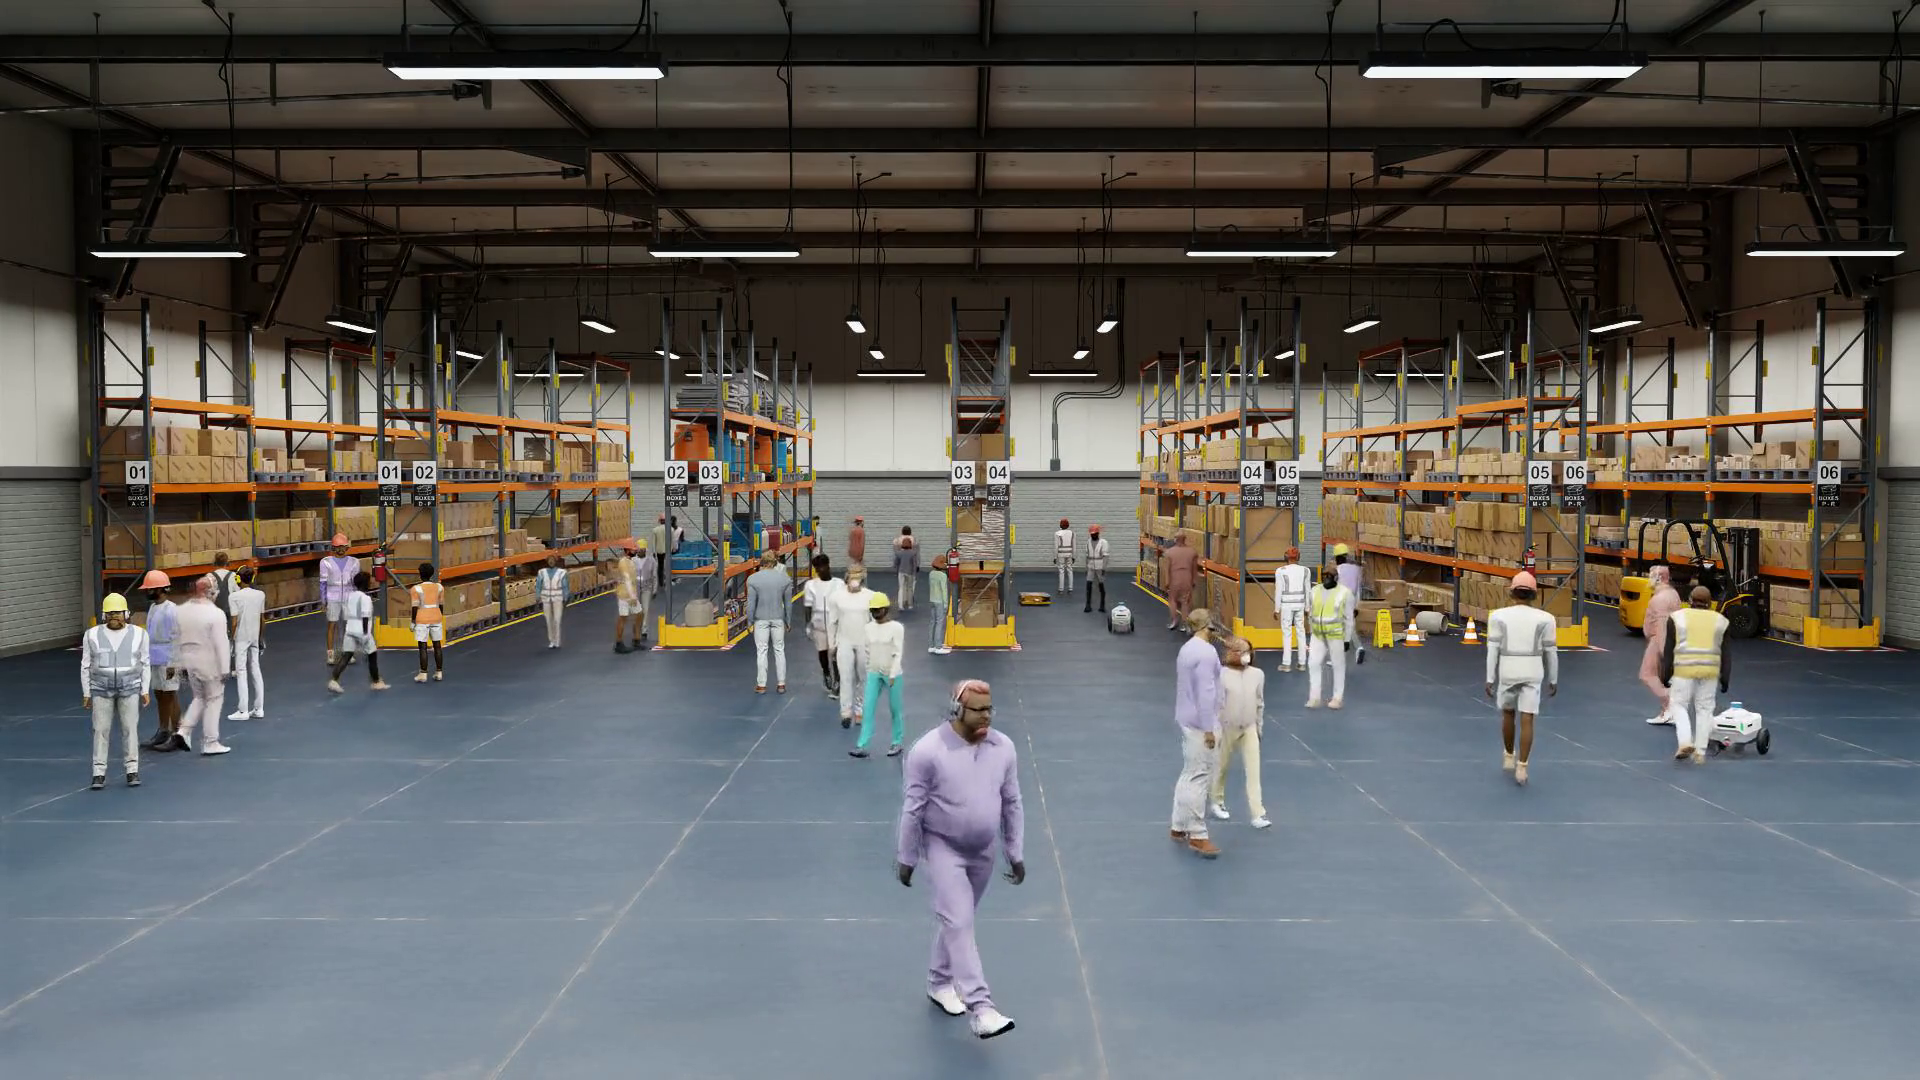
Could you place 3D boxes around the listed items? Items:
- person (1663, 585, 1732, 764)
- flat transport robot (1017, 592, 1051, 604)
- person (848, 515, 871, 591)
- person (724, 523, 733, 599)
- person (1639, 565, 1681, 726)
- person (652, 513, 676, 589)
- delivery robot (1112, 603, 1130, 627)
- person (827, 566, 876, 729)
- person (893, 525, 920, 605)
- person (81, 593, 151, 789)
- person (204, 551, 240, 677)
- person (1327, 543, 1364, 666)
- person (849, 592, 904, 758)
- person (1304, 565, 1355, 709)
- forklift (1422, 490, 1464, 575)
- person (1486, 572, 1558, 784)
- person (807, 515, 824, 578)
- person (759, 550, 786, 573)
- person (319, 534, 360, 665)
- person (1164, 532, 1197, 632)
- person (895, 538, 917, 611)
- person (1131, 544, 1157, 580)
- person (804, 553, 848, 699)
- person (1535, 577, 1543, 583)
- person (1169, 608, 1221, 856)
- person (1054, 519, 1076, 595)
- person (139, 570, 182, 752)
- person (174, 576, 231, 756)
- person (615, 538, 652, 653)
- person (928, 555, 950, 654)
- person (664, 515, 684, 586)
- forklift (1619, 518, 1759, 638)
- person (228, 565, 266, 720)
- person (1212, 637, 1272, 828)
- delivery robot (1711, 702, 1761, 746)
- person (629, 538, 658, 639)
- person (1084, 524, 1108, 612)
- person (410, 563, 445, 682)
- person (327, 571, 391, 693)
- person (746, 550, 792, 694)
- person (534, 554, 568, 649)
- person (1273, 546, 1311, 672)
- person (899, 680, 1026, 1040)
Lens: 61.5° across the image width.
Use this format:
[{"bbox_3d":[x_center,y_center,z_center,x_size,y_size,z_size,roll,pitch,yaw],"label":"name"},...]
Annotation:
[{"bbox_3d":[7.542,1.376,16.506,0.647,1.820,0.532,1,2,13],"label":"person"},{"bbox_3d":[1.698,1.339,37.157,0.652,0.197,1.431,0,2,-3],"label":"flat transport robot"},{"bbox_3d":[-2.561,0.358,40.539,0.639,1.936,0.916,2,3,41],"label":"person"},{"bbox_3d":[-5.599,0.505,38.515,0.589,1.810,0.590,0,2,-4],"label":"person"},{"bbox_3d":[8.235,1.241,18.995,0.416,1.894,0.642,2,3,40],"label":"person"},{"bbox_3d":[-7.683,0.283,41.994,0.624,1.999,0.402,0,2,3],"label":"person"},{"bbox_3d":[3.034,1.421,30.409,0.477,0.478,0.707,0,2,6],"label":"delivery robot"},{"bbox_3d":[-1.222,1.249,18.787,0.648,1.882,1.036,0,2,-3],"label":"person"},{"bbox_3d":[-1.225,0.565,36.876,0.627,1.830,0.437,0,2,1],"label":"person"},{"bbox_3d":[-7.988,1.416,15.286,0.589,1.834,0.403,-1,3,-27],"label":"person"},{"bbox_3d":[-10.753,1.083,23.553,0.514,1.843,0.327,-1,3,-30],"label":"person"},{"bbox_3d":[5.895,1.000,24.743,0.609,1.910,0.636,-1,2,-23],"label":"person"},{"bbox_3d":[-0.837,1.412,16.778,0.527,1.726,0.852,1,3,27],"label":"person"},{"bbox_3d":[4.602,1.224,20.280,0.653,1.813,0.774,2,3,40],"label":"person"},{"bbox_3d":[13.926,-0.371,47.846,1.873,2.768,1.129,0,2,0],"label":"forklift"},{"bbox_3d":[5.468,1.313,15.692,0.646,2.003,0.949,1,2,21],"label":"person"},{"bbox_3d":[-4.033,0.238,44.847,0.453,1.853,0.525,2,3,37],"label":"person"},{"bbox_3d":[-3.389,0.984,29.070,0.538,1.588,0.876,0,2,5],"label":"person"},{"bbox_3d":[-9.661,0.921,25.183,0.607,2.044,0.371,-1,3,-33],"label":"person"},{"bbox_3d":[4.159,0.791,30.565,0.656,1.876,0.779,0,2,-3],"label":"person"},{"bbox_3d":[-1.186,0.747,35.131,0.510,1.593,0.832,0,2,9],"label":"person"},{"bbox_3d":[5.183,0.238,44.544,0.998,1.869,0.595,1,2,21],"label":"person"},{"bbox_3d":[-1.752,1.124,21.679,0.631,1.922,0.871,0,2,7],"label":"person"},{"bbox_3d":[12.975,0.625,36.486,0.320,1.737,0.483,-1,3,-26],"label":"person"},{"bbox_3d":[1.868,1.497,12.700,0.359,1.895,0.698,0,2,-5],"label":"person"},{"bbox_3d":[2.600,0.409,40.018,0.584,1.883,0.337,-1,2,-22],"label":"person"},{"bbox_3d":[-8.546,1.288,17.270,0.547,1.934,0.376,2,3,41],"label":"person"},{"bbox_3d":[-7.933,1.322,16.977,0.661,1.890,0.453,1,2,23],"label":"person"},{"bbox_3d":[-5.400,0.922,26.737,0.724,1.908,0.552,0,2,7],"label":"person"},{"bbox_3d":[-0.353,1.063,26.768,0.270,1.627,0.503,-1,3,-32],"label":"person"},{"bbox_3d":[-7.700,0.269,43.550,0.596,1.892,0.797,1,2,19],"label":"person"},{"bbox_3d":[13.417,0.684,29.791,2.313,2.155,1.214,0,2,0],"label":"forklift"},{"bbox_3d":[-8.640,1.231,19.516,0.316,1.870,0.532,1,3,27],"label":"person"},{"bbox_3d":[2.348,1.603,13.601,0.521,1.586,0.877,-1,2,-17],"label":"person"},{"bbox_3d":[8.184,1.953,17.024,0.477,0.478,0.707,2,3,40],"label":"delivery robot"},{"bbox_3d":[-5.753,0.871,29.147,0.611,1.821,0.490,0,2,-8],"label":"person"},{"bbox_3d":[2.953,0.611,34.855,0.566,1.905,0.675,1,3,29],"label":"person"},{"bbox_3d":[-7.611,1.175,23.074,0.321,1.697,0.529,2,3,41],"label":"person"},{"bbox_3d":[-8.176,1.274,21.851,0.538,1.616,0.871,2,3,37],"label":"person"},{"bbox_3d":[-2.583,1.105,21.861,0.635,1.935,0.350,-1,2,-19],"label":"person"},{"bbox_3d":[-6.935,1.054,27.359,0.520,1.600,0.841,0,2,-1],"label":"person"},{"bbox_3d":[5.001,1.034,24.300,0.585,1.882,0.337,-1,2,-14],"label":"person"},{"bbox_3d":[0.062,1.674,8.571,0.659,1.851,1.008,-2,3,-34],"label":"person"}]
